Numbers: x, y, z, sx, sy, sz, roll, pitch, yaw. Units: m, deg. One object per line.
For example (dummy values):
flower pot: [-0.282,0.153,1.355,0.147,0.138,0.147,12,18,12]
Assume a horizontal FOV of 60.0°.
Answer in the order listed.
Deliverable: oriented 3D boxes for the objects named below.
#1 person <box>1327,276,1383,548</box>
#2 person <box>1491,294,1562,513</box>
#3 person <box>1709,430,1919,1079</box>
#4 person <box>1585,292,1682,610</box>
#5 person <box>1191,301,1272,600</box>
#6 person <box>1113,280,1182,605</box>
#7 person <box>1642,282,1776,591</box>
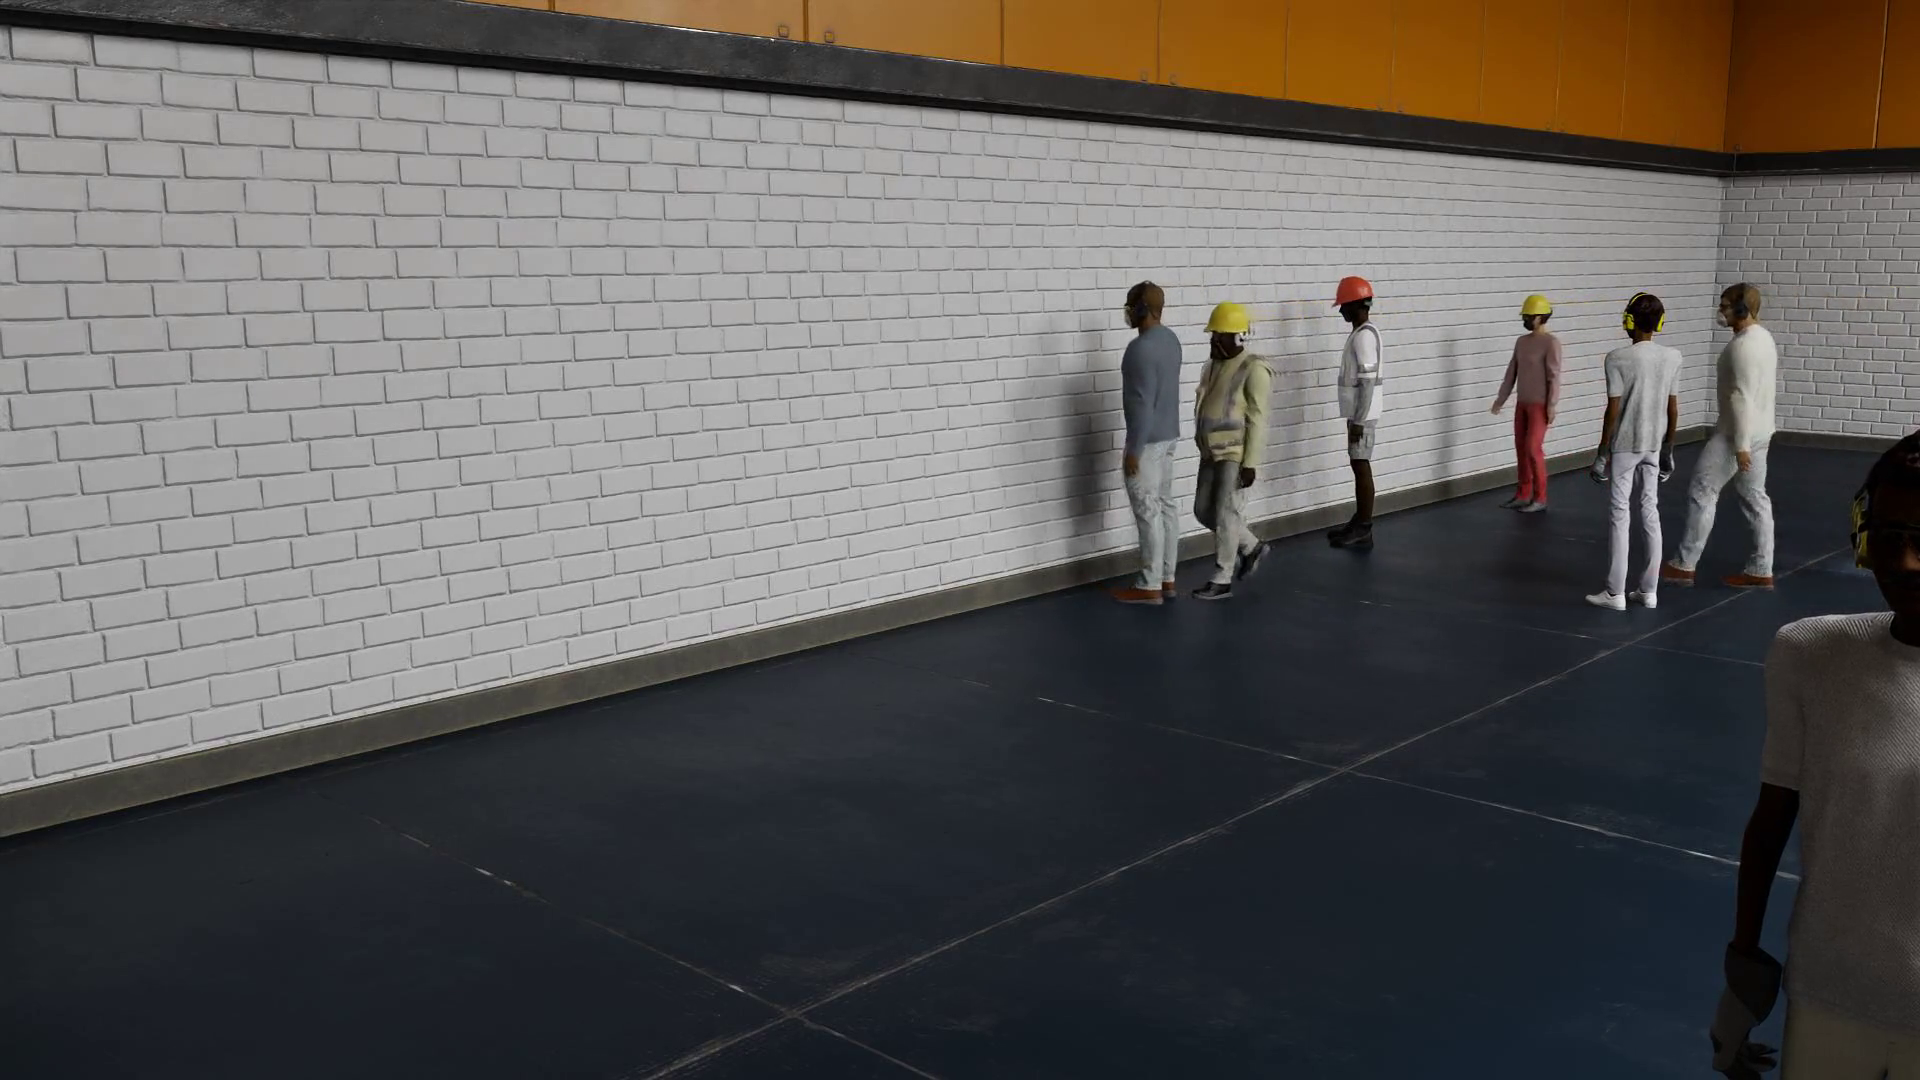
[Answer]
person: [2.814,-0.904,11.855,0.385,1.927,0.545,2,10,12]
person: [4.617,-1.102,13.478,0.358,1.763,0.551,-3,10,-15]
person: [1.457,0.751,2.595,0.533,1.868,0.310,9,13,40]
person: [3.973,-0.518,9.816,0.531,1.870,0.316,-2,10,-14]
person: [1.673,-0.541,10.103,0.542,1.812,0.590,-5,11,-27]
person: [1.135,-0.581,9.985,0.355,1.937,0.635,5,11,25]
person: [4.739,-0.640,10.402,0.849,1.913,0.629,8,13,37]
